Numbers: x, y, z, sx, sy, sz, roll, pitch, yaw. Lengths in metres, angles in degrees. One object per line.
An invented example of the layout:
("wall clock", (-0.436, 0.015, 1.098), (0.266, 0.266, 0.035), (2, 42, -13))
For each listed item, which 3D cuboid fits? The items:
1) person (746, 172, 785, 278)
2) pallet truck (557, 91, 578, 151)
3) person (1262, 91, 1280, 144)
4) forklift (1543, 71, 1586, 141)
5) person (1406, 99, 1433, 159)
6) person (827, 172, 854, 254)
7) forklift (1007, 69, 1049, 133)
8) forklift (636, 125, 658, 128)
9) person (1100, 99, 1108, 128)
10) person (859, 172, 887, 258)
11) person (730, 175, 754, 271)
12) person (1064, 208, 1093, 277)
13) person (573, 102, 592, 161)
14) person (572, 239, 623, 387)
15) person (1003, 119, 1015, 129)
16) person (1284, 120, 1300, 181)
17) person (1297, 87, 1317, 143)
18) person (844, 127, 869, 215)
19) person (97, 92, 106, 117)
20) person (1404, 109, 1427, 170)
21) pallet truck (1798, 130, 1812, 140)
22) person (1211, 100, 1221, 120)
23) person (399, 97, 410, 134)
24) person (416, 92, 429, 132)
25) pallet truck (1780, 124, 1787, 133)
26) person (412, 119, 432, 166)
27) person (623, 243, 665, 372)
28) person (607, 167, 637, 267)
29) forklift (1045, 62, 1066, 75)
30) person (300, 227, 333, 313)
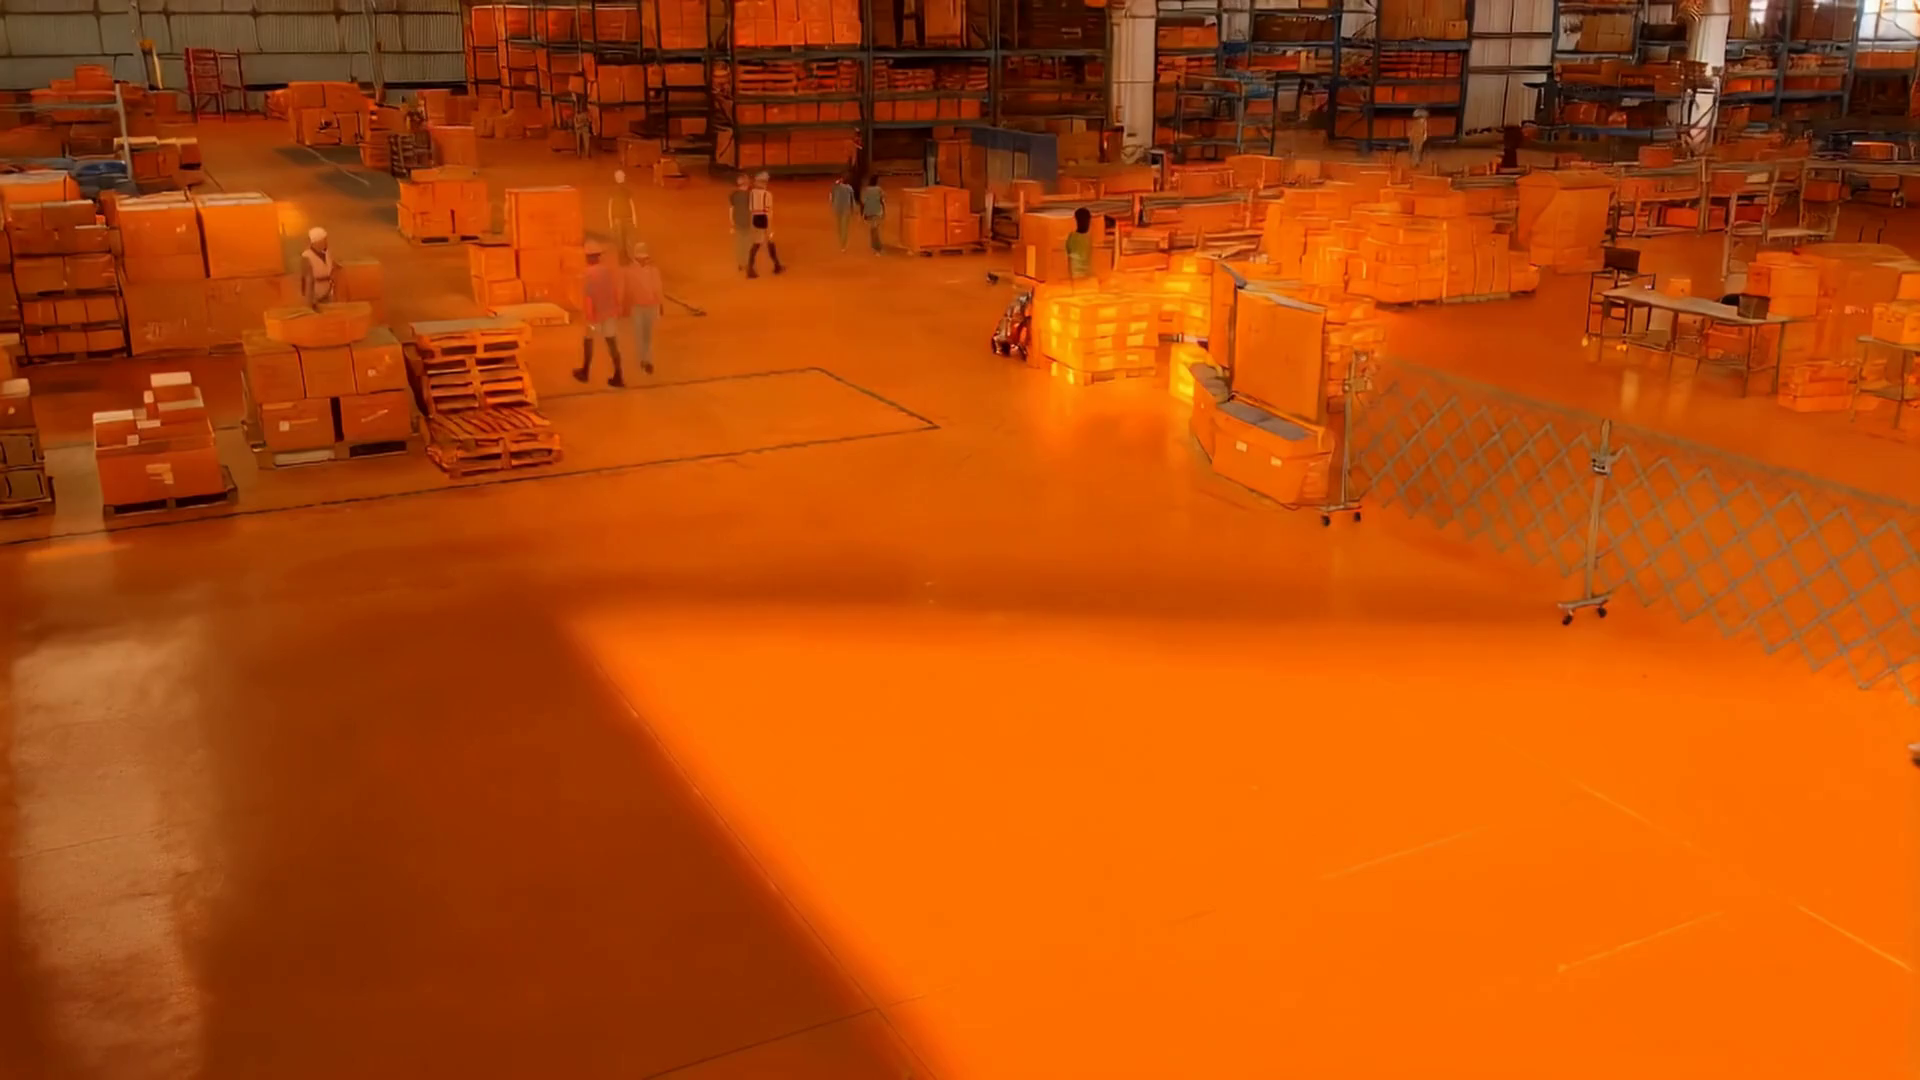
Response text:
("person", (-3.604, -5.757, 30.411), (0.544, 1.891, 0.992), (9, 20, 27))
("pallet truck", (-13.495, -14.412, 57.188), (0.823, 1.965, 1.885), (-3, 18, -9))
("person", (11.146, -15.206, 59.891), (0.995, 1.850, 0.665), (-1, 18, -3))
("forklift", (18.685, -13.231, 52.085), (1.873, 2.768, 1.129), (-9, 20, -26))
("person", (15.020, -13.354, 54.063), (0.955, 1.904, 0.559), (-9, 20, -25))
("person", (-2.389, -6.618, 33.529), (0.512, 1.605, 0.731), (6, 19, 19))
("forklift", (1.868, -13.748, 53.696), (1.873, 2.768, 1.129), (-9, 20, -26))
("forklift", (-13.297, -18.107, 67.284), (1.873, 2.768, 1.129), (-9, 20, -26))
("person", (5.968, -17.605, 67.829), (0.517, 1.603, 0.801), (-5, 19, -16))
("person", (-1.734, -6.418, 32.805), (0.544, 1.643, 0.913), (-10, 20, -28))
("person", (-4.018, -5.835, 30.754), (0.528, 1.816, 1.022), (-4, 18, -12))
("person", (1.767, -3.874, 24.383), (0.367, 1.967, 0.604), (13, 22, 34))
("person", (-12.065, -13.043, 53.172), (0.627, 1.844, 0.429), (-1, 18, -2))
("person", (-4.755, -2.963, 21.651), (0.966, 1.888, 0.564), (15, 23, 40))
("person", (1.546, -10.152, 44.028), (0.987, 1.935, 0.654), (-1, 18, -4))
("person", (9.330, -10.831, 46.438), (0.691, 1.745, 0.536), (-7, 19, -22))
("person", (12.599, -15.449, 60.432), (1.011, 2.006, 0.620), (-7, 19, -21))
("person", (-2.428, -8.764, 39.509), (0.536, 2.000, 0.688), (8, 19, 24))
("person", (-33.064, -16.503, 64.354), (0.504, 1.593, 0.842), (6, 19, 18))
("person", (13.801, -12.159, 50.506), (0.930, 1.779, 0.623), (-13, 22, -35))
("pallet truck", (25.526, -11.556, 49.408), (1.630, 1.274, 0.653), (-9, 20, -26))
("person", (9.237, -15.384, 60.401), (0.684, 1.881, 0.559), (-14, 23, -37))
("person", (-20.043, -15.127, 59.996), (0.311, 1.638, 0.523), (-7, 19, -21))
("person", (-18.853, -14.746, 58.374), (0.587, 1.911, 0.398), (15, 23, 38))
("pallet truck", (25.206, -12.542, 52.601), (1.601, 1.201, 0.680), (0, 18, -2))
("person", (-14.535, -10.465, 45.112), (0.586, 1.860, 0.740), (6, 19, 19))
("person", (-4.243, -3.134, 22.439), (0.536, 1.722, 0.883), (-8, 19, -23))
("person", (-6.398, -6.118, 31.549), (0.548, 1.859, 0.385), (-2, 18, -6))
("forklift", (3.864, -18.208, 67.600), (1.129, 2.768, 1.873), (-10, 20, -27))
("person", (-8.797, -3.326, 22.768), (0.406, 1.911, 0.656), (1, 18, 3))
